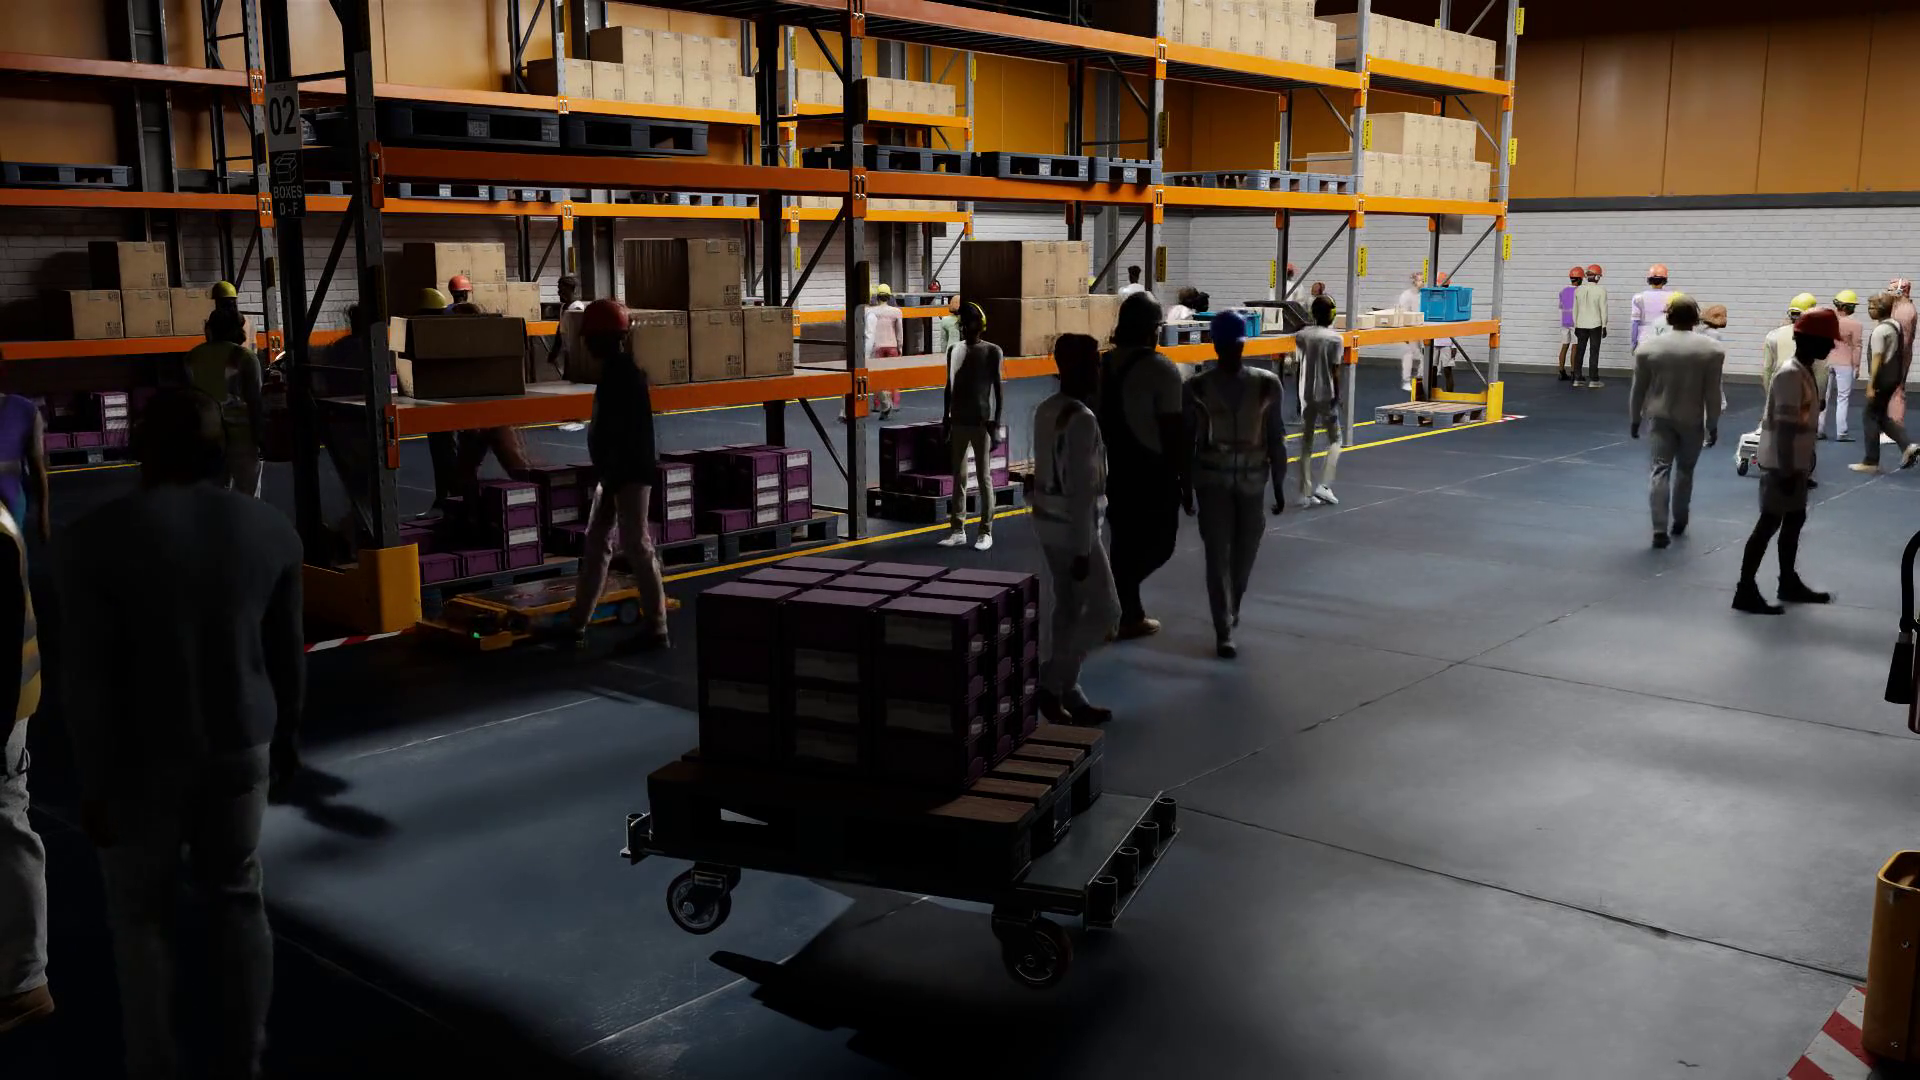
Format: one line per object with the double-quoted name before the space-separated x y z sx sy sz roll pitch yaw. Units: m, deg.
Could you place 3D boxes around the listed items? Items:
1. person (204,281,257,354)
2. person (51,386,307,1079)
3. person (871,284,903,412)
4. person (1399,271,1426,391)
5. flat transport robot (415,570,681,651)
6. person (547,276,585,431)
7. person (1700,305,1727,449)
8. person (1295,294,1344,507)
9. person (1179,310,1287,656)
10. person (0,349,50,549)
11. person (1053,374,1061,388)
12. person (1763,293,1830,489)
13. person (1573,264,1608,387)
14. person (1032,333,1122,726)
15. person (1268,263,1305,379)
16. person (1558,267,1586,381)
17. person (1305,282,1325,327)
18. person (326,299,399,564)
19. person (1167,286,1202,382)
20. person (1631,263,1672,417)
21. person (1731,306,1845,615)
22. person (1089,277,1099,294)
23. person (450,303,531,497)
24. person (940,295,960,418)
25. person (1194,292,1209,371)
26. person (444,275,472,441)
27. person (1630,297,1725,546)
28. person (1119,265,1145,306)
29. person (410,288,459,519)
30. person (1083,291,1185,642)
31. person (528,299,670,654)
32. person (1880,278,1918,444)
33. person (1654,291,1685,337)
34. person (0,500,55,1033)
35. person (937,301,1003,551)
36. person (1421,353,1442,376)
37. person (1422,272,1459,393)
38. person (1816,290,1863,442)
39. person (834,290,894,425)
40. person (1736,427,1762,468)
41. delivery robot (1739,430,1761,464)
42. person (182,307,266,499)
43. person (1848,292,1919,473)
"person" -7.240 -1.596 16.514 0.375 1.925 0.595 4 11 24
"person" -1.982 0.558 4.338 0.497 1.896 0.653 10 14 43
"person" -1.048 -2.641 22.927 0.529 1.767 0.329 -2 10 -11
"person" 7.234 -3.280 26.206 0.681 1.886 0.574 -7 12 -33
"flat transport robot" -2.429 0.395 9.895 0.652 0.197 1.431 9 13 40
"person" -4.843 -2.312 20.648 0.500 1.909 0.610 -5 11 -26
"person" 8.396 -1.818 18.646 0.364 1.618 0.515 0 10 2
"person" 3.134 -1.210 14.558 0.508 1.845 0.500 8 13 39
"person" 1.539 -0.351 9.493 0.614 1.916 0.886 0 10 0
"person" -5.010 -0.131 8.563 0.572 1.797 0.942 -2 10 -14
"person" 1.510 -2.663 23.280 0.568 1.679 0.540 -5 11 -25
"person" 7.862 -1.394 15.629 0.403 1.835 0.587 -8 13 -39
"person" 10.277 -3.489 27.109 0.380 1.993 0.610 -8 13 -38
"person" 0.522 -0.029 7.751 0.423 1.869 0.589 -3 11 -19
"person" 5.580 -3.760 28.584 0.626 2.016 0.688 4 11 21
"person" 10.422 -3.662 28.249 0.362 1.939 0.542 -5 11 -26
"person" 6.409 -3.809 29.934 0.314 1.642 0.514 -7 12 -34
"person" -4.190 -0.714 11.526 0.641 1.926 0.561 7 12 36
"person" 2.746 -2.228 20.506 0.961 1.799 0.641 -2 10 -11
"person" 9.272 -2.657 22.217 0.608 2.048 0.365 5 11 27
"person" 5.196 -0.499 10.361 0.429 1.924 0.596 7 12 36
"person" 2.331 -3.853 29.928 0.543 1.741 0.384 0 10 1
"person" -3.661 -0.907 12.869 1.036 1.846 0.652 -8 12 -37
"person" -0.021 -2.420 22.039 0.500 1.636 0.276 5 11 25
"person" 3.053 -2.339 21.399 0.317 1.697 0.540 2 10 10
"person" -5.802 -2.113 19.424 0.545 1.942 0.349 4 11 23
"person" 5.501 -0.923 12.813 0.655 1.880 1.039 5 11 26
"person" 3.001 -3.780 28.857 0.611 1.963 0.410 -4 11 -20
"person" -4.291 -1.097 13.678 0.367 1.927 0.584 -8 13 -39
"person" 0.946 -0.401 9.390 0.736 2.000 0.692 -8 13 -39
"person" -1.979 -0.325 9.140 0.732 1.972 0.646 -4 11 -22
"person" 10.802 -2.064 19.245 0.402 1.906 0.651 6 11 29
"person" 8.799 -2.221 20.654 0.462 1.731 0.489 -8 13 -39
"person" -2.884 0.509 4.788 0.430 1.841 0.624 -9 13 -42
"person" 0.076 -0.848 12.465 0.511 1.857 0.329 5 11 28
"person" 8.341 -3.710 29.370 0.520 1.640 0.307 4 11 22
"person" 6.584 -2.706 22.838 0.541 1.932 0.382 8 13 39
"person" 10.279 -2.030 19.457 0.330 1.765 0.526 -6 12 -32
"person" -1.250 -2.393 21.480 0.580 1.792 0.929 7 12 36
"person" 8.338 -1.498 16.933 0.541 1.623 0.653 -9 14 -42
"delivery robot" 8.080 -0.956 16.509 0.707 0.478 0.477 -6 12 -31
"person" -5.171 -0.730 11.836 0.633 1.839 0.429 3 10 16
"person" 9.281 -1.555 16.588 0.557 1.820 0.542 -9 13 -41
